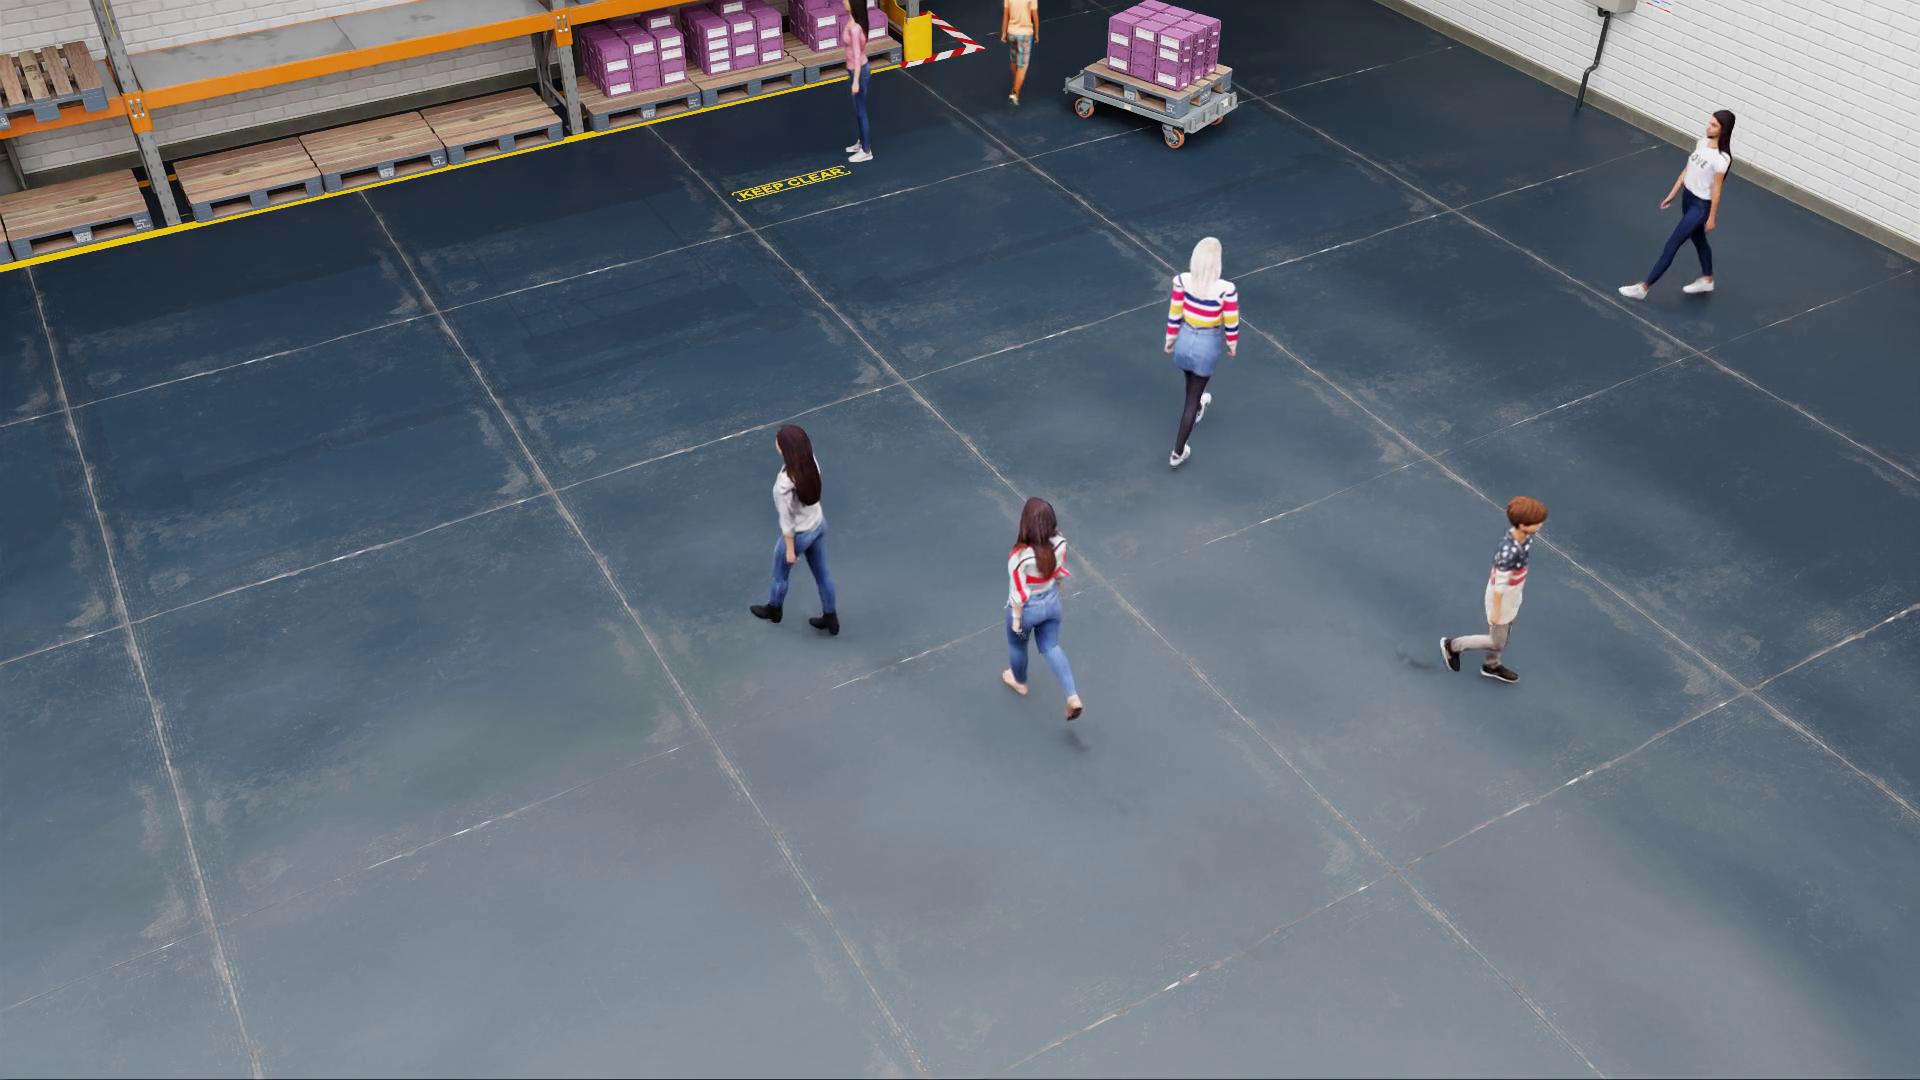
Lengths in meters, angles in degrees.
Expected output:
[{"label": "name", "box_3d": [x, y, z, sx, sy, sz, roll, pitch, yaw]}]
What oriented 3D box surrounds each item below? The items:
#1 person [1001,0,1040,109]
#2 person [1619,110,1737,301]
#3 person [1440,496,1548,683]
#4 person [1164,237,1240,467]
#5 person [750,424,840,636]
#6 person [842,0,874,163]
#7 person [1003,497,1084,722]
[{"label": "person", "box_3d": [0.612, -5.278, 17.464, 0.918, 1.439, 1.015, 13, 40, 15]}, {"label": "person", "box_3d": [6.345, -2.813, 14.146, 1.199, 1.727, 0.942, -1, 39, -2]}, {"label": "person", "box_3d": [3.369, 0.321, 10.459, 0.801, 1.432, 0.787, 18, 42, 21]}, {"label": "person", "box_3d": [1.732, -1.364, 12.307, 1.033, 1.759, 1.232, 20, 43, 23]}, {"label": "person", "box_3d": [-0.942, -0.020, 10.746, 0.953, 1.606, 0.934, 17, 42, 20]}, {"label": "person", "box_3d": [-1.001, -4.582, 16.350, 0.649, 1.742, 0.648, -2, 39, -3]}, {"label": "person", "box_3d": [0.513, 0.456, 10.160, 0.914, 1.593, 0.700, -23, 44, -26]}]
